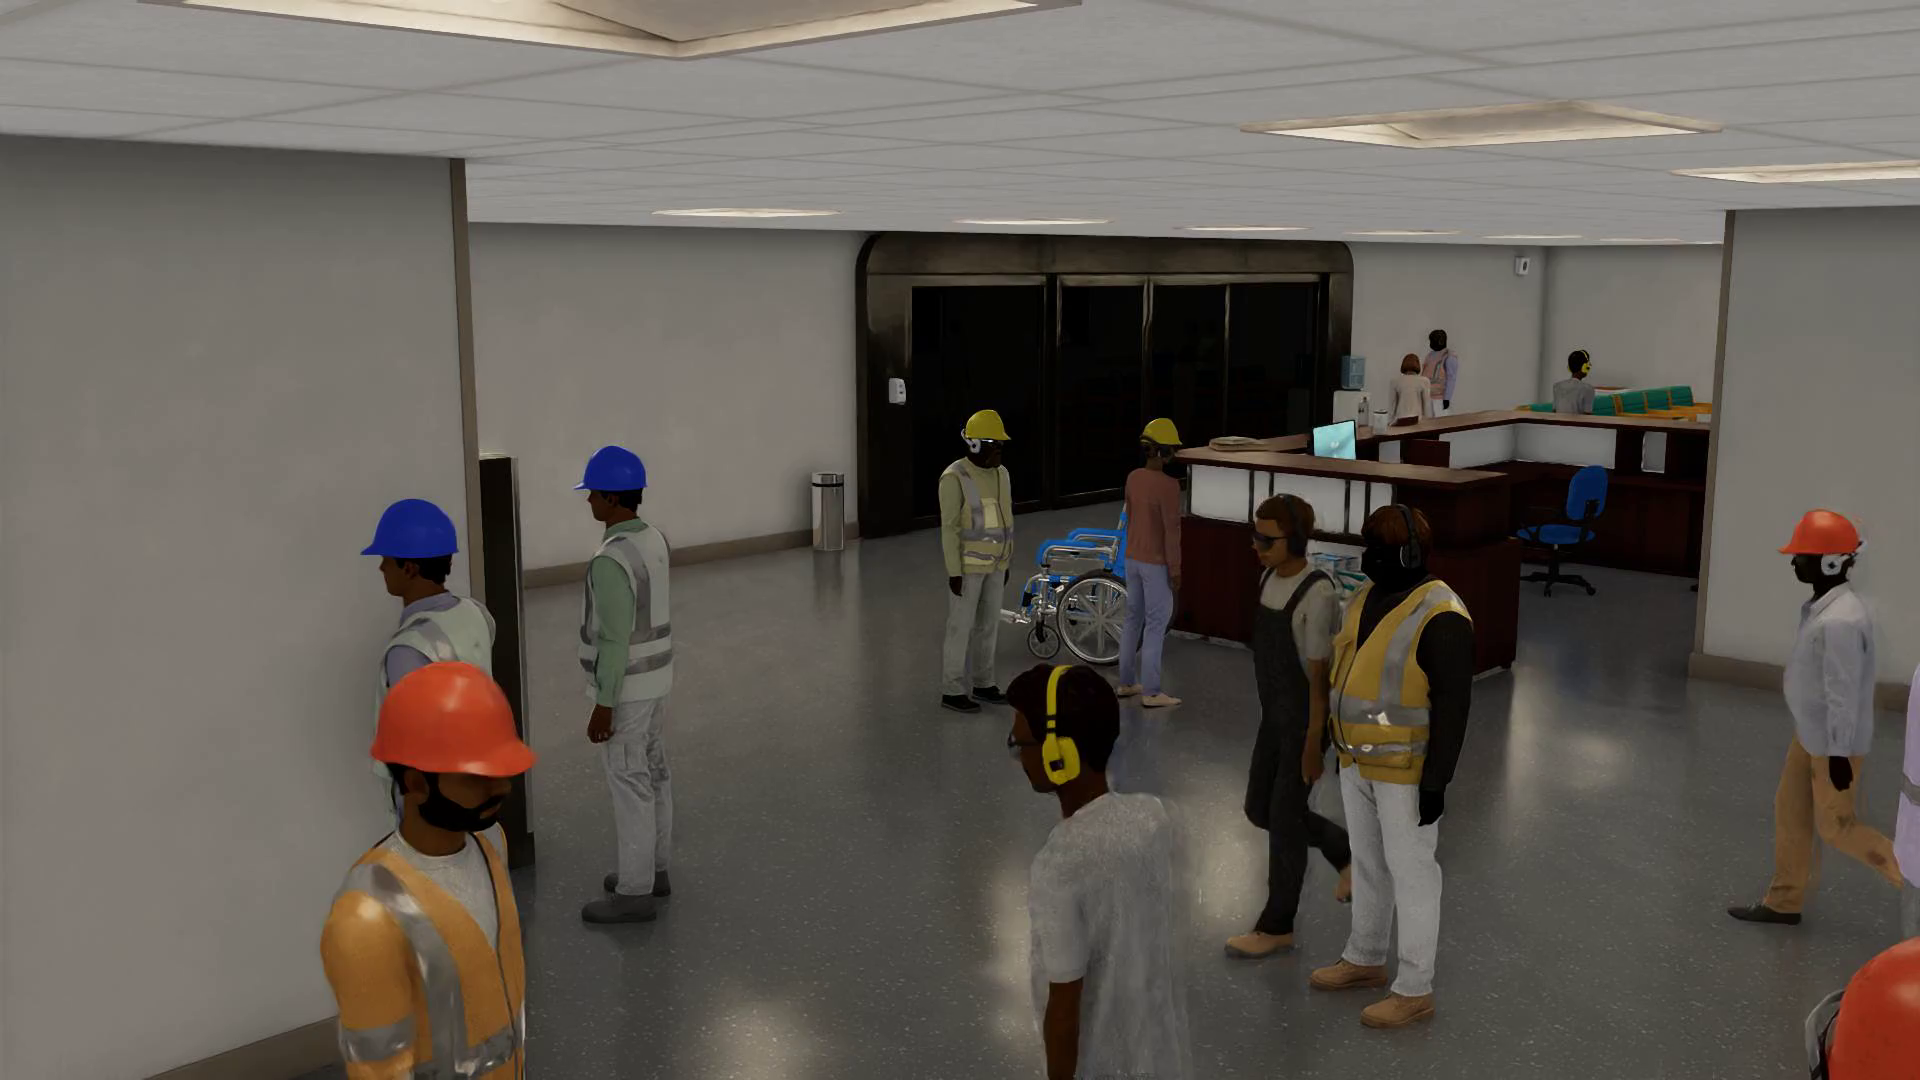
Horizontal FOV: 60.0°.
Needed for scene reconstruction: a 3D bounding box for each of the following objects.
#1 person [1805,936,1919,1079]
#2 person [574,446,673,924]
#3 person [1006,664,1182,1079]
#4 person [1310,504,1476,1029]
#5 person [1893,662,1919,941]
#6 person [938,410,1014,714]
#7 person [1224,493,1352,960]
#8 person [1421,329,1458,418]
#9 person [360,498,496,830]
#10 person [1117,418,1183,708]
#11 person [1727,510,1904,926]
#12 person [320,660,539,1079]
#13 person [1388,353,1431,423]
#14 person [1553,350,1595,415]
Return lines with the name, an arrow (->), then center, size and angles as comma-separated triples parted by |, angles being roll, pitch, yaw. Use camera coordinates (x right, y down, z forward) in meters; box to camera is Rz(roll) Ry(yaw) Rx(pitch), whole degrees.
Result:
person -> 1.005, 1.373, 1.826 | 0.623, 1.992, 0.396 | -6, 11, -34
person -> -1.361, 0.585, 6.800 | 0.384, 1.949, 0.605 | 1, 9, 6
person -> 0.322, 1.167, 3.550 | 0.429, 1.846, 0.559 | 7, 12, 38
person -> 1.518, 0.786, 5.899 | 0.429, 1.842, 0.633 | -3, 10, -19
person -> 2.842, 0.930, 4.703 | 0.347, 1.943, 0.544 | 3, 10, 18
person -> 0.123, 0.129, 10.003 | 0.403, 1.827, 0.590 | 8, 12, 40
person -> 1.351, 0.708, 6.416 | 0.626, 1.819, 0.509 | -3, 10, -18
person -> 6.515, -1.958, 22.747 | 0.429, 1.838, 0.621 | -3, 10, -17
person -> -1.653, 0.835, 5.268 | 0.391, 1.949, 0.602 | 1, 9, 3
person -> 1.191, 0.135, 10.166 | 0.349, 1.759, 0.522 | -5, 10, -27
person -> 3.515, 0.742, 6.540 | 0.723, 1.726, 0.577 | 3, 10, 20
person -> -0.971, 1.176, 3.241 | 0.386, 1.930, 0.543 | 1, 9, 9
person -> 5.480, -1.459, 20.301 | 0.498, 1.633, 0.284 | 4, 10, 23
person -> 6.086, -0.957, 16.554 | 0.329, 1.861, 0.506 | -5, 11, -30
